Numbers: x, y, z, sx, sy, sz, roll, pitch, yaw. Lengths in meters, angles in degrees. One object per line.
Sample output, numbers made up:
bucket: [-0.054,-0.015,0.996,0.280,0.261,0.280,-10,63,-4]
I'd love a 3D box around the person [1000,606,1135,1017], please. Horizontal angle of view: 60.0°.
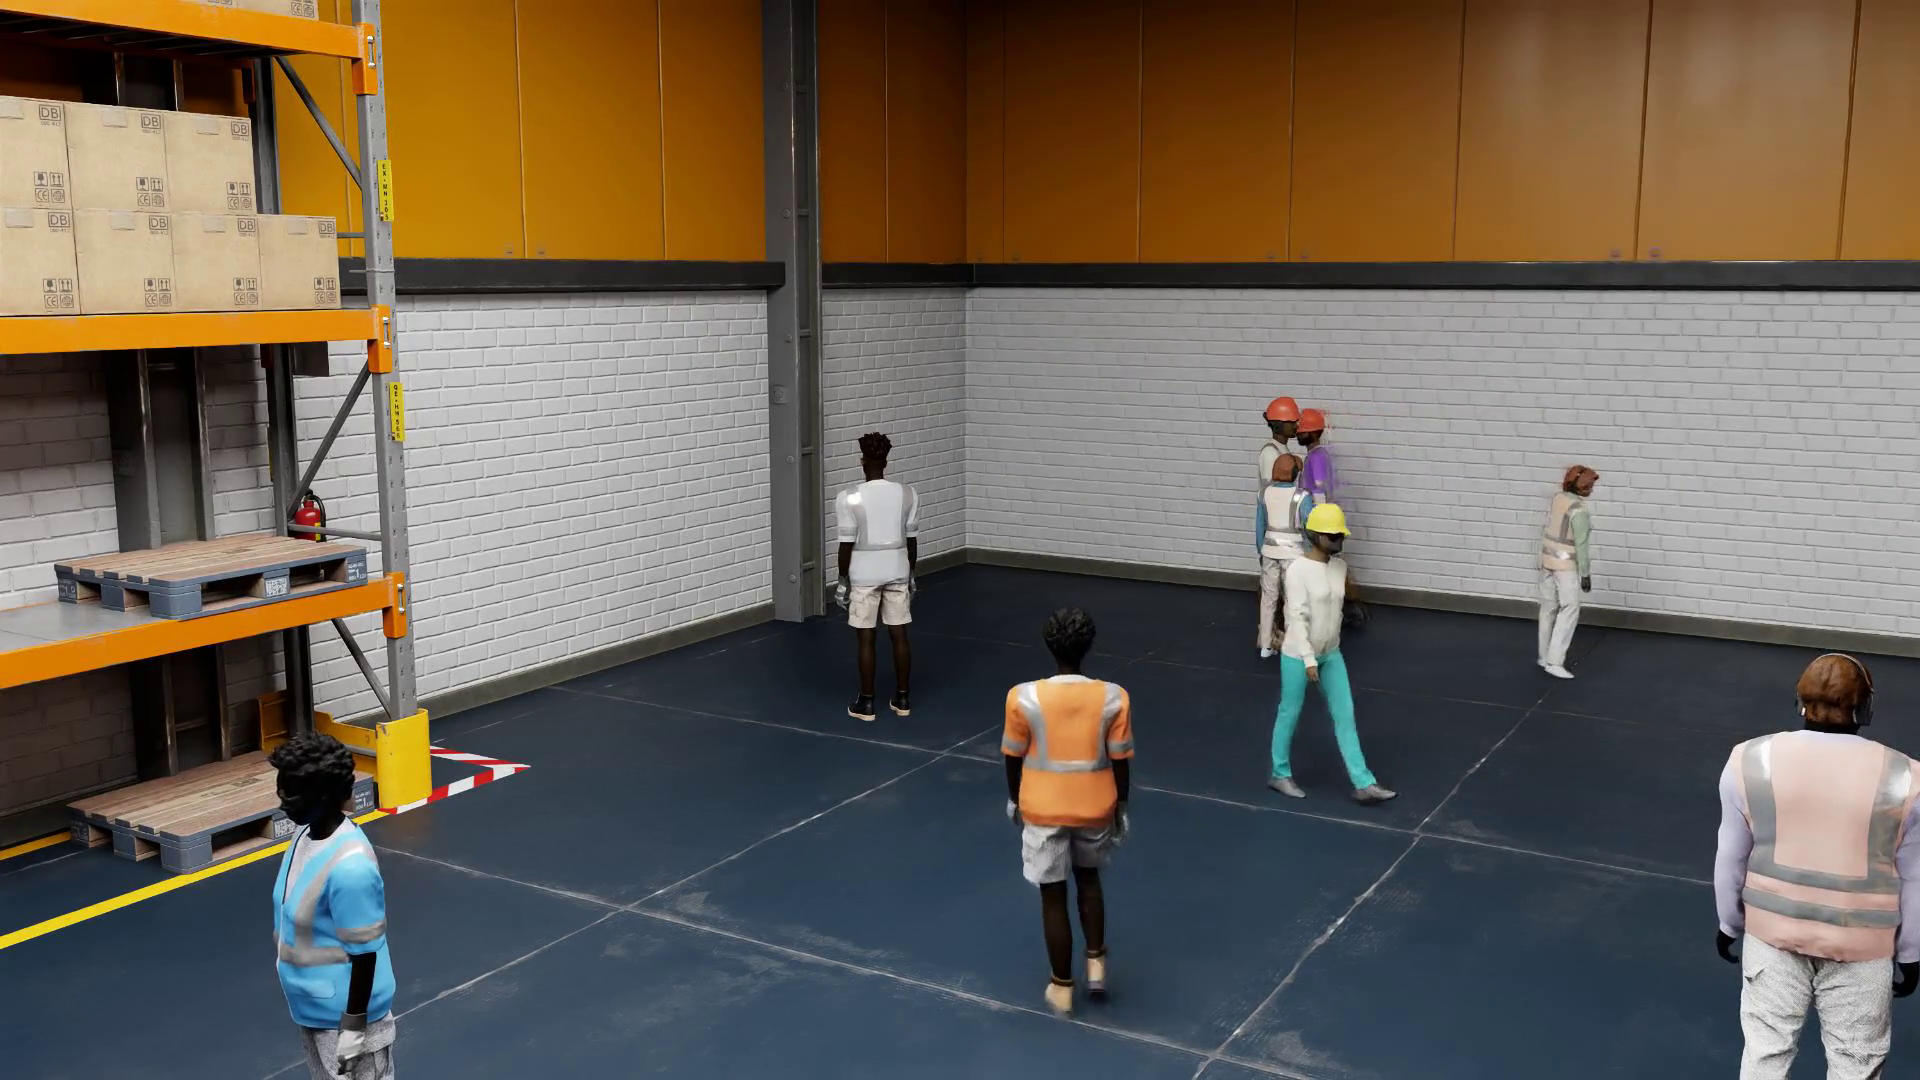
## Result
person: [0.433,1.108,6.851,0.536,1.677,0.446,-1,9,-9]

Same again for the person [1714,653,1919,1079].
person: [2.754,1.269,5.341,0.621,1.837,0.429,6,11,31]

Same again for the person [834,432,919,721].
person: [-0.565,0.247,11.312,0.608,1.966,0.374,-4,10,-24]

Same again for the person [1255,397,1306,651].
person: [2.584,-0.136,13.462,0.376,2.045,0.605,3,9,16]

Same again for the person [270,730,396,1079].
person: [-1.878,1.394,5.001,0.319,1.693,0.532,-7,11,-37]

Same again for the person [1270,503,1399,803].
person: [2.091,0.667,9.411,0.532,1.735,0.810,-6,11,-35]

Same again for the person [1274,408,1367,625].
person: [3.091,-0.171,14.219,0.896,1.918,0.592,3,10,19]

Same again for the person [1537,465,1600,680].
person: [4.567,0.217,12.610,0.326,1.613,0.618,-1,9,-5]

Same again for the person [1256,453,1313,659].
person: [2.534,0.142,12.985,0.513,1.640,0.311,9,13,44]
